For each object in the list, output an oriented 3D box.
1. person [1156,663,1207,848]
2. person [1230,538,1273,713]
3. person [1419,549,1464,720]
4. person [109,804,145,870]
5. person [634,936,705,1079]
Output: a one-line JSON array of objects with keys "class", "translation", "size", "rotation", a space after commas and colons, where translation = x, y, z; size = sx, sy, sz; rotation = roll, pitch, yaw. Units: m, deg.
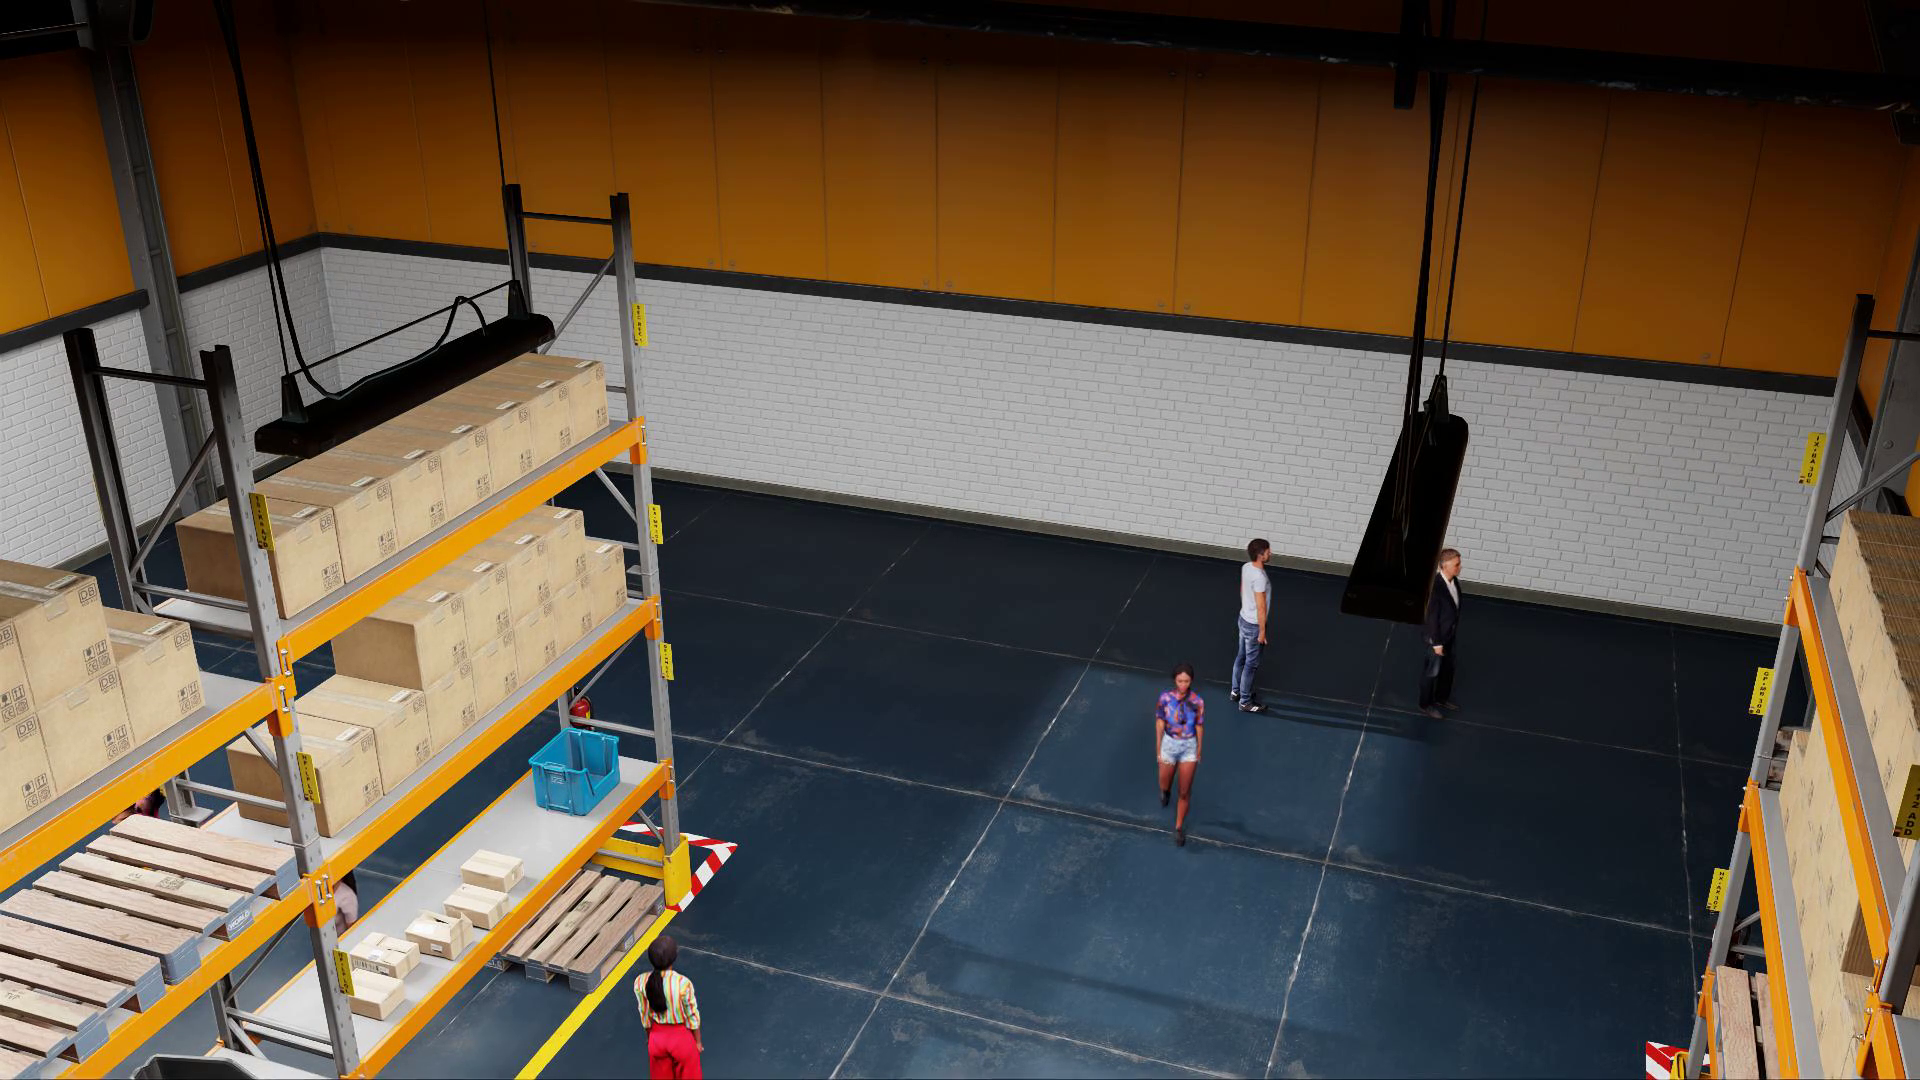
[{"class": "person", "translation": [1.954, 1.850, 14.856], "size": [0.733, 1.727, 0.964], "rotation": [2, 24, 4]}, {"class": "person", "translation": [2.984, 0.847, 16.980], "size": [0.779, 1.865, 0.654], "rotation": [-4, 24, -10]}, {"class": "person", "translation": [4.844, 0.918, 16.884], "size": [0.762, 1.811, 0.872], "rotation": [-19, 30, -37]}, {"class": "person", "translation": [-6.213, 2.744, 12.656], "size": [0.786, 1.852, 0.607], "rotation": [17, 29, 33]}, {"class": "person", "translation": [-1.933, 3.416, 11.193], "size": [0.627, 1.793, 0.574], "rotation": [5, 24, 10]}]
